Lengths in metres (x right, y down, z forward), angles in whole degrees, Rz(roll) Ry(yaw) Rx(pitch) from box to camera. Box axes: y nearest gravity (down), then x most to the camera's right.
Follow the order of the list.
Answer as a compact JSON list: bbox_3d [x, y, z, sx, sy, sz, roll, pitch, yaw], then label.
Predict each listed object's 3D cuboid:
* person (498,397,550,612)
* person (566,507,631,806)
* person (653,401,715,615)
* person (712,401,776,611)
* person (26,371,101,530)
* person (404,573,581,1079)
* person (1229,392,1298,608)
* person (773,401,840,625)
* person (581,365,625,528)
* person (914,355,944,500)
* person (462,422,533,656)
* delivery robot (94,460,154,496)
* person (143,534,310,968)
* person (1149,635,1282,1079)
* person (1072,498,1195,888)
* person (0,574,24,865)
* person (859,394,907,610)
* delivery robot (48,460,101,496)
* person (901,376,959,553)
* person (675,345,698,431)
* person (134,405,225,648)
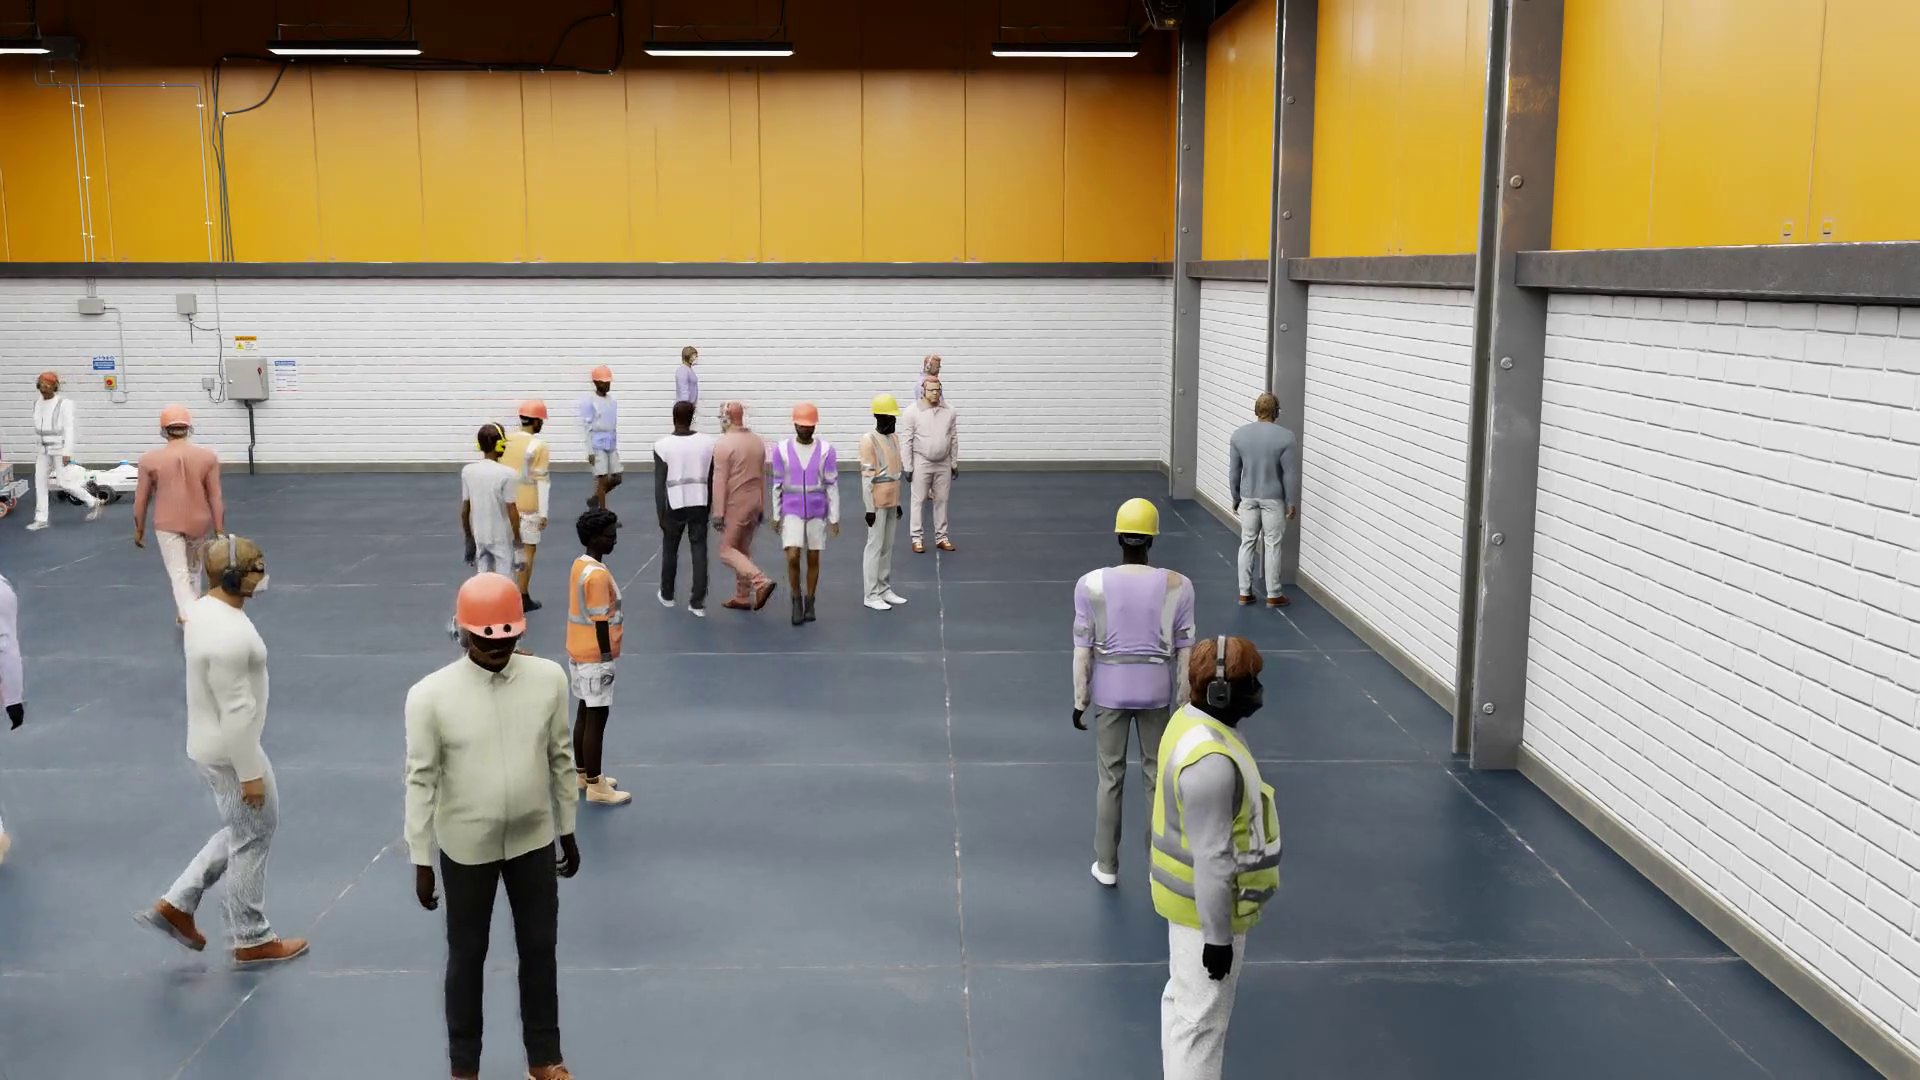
[{"bbox_3d":[-3.847,-0.306,14.712,0.575,1.907,0.530,5,11,28],"label":"person"},{"bbox_3d":[-2.070,0.653,9.475,0.317,1.695,0.540,-4,10,-24],"label":"person"},{"bbox_3d":[-2.463,-0.300,14.800,0.579,1.873,0.902,-4,10,-22],"label":"person"},{"bbox_3d":[-1.889,-0.279,14.614,0.584,1.885,0.668,4,10,26],"label":"person"},{"bbox_3d":[-10.576,-1.061,19.526,0.594,1.859,0.771,3,10,18],"label":"person"},{"bbox_3d":[-1.660,1.087,5.970,0.633,1.976,0.435,-6,11,-34],"label":"person"},{"bbox_3d":[2.725,-0.359,14.934,0.635,1.937,0.354,6,11,32],"label":"person"},{"bbox_3d":[-1.305,-0.222,14.155,0.566,1.912,0.671,-1,9,-7],"label":"person"},{"bbox_3d":[-4.230,-1.102,19.547,0.515,1.922,0.551,6,11,34],"label":"person"},{"bbox_3d":[-0.384,-1.492,22.004,0.407,1.902,0.639,1,9,7],"label":"person"},{"bbox_3d":[-3.579,0.026,12.796,0.527,1.868,0.320,4,10,24],"label":"person"},{"bbox_3d":[-10.780,-0.786,21.500,0.707,0.478,0.477,-3,9,-15],"label":"delivery robot"},{"bbox_3d":[-3.158,0.927,7.111,0.528,1.922,0.625,-5,11,-28],"label":"person"},{"bbox_3d":[0.849,1.219,5.561,0.430,1.844,0.624,1,9,3],"label":"person"},{"bbox_3d":[0.846,0.752,8.159,0.595,1.925,0.374,0,9,3],"label":"person"},{"bbox_3d":[-5.005,0.790,8.247,0.652,1.819,0.491,1,9,8],"label":"person"},{"bbox_3d":[-0.676,-0.346,14.890,0.372,1.925,0.595,4,10,24],"label":"person"},{"bbox_3d":[-11.519,-0.797,21.565,0.707,0.478,0.477,2,9,13],"label":"delivery robot"},{"bbox_3d":[-0.305,-0.807,17.815,0.647,1.903,0.400,-4,10,-26],"label":"person"},{"bbox_3d":[-3.921,-1.837,24.013,0.373,1.936,0.629,-1,9,-6],"label":"person"},{"bbox_3d":[-6.308,-0.115,13.443,0.626,1.938,1.031,-7,12,-37],"label":"person"}]
